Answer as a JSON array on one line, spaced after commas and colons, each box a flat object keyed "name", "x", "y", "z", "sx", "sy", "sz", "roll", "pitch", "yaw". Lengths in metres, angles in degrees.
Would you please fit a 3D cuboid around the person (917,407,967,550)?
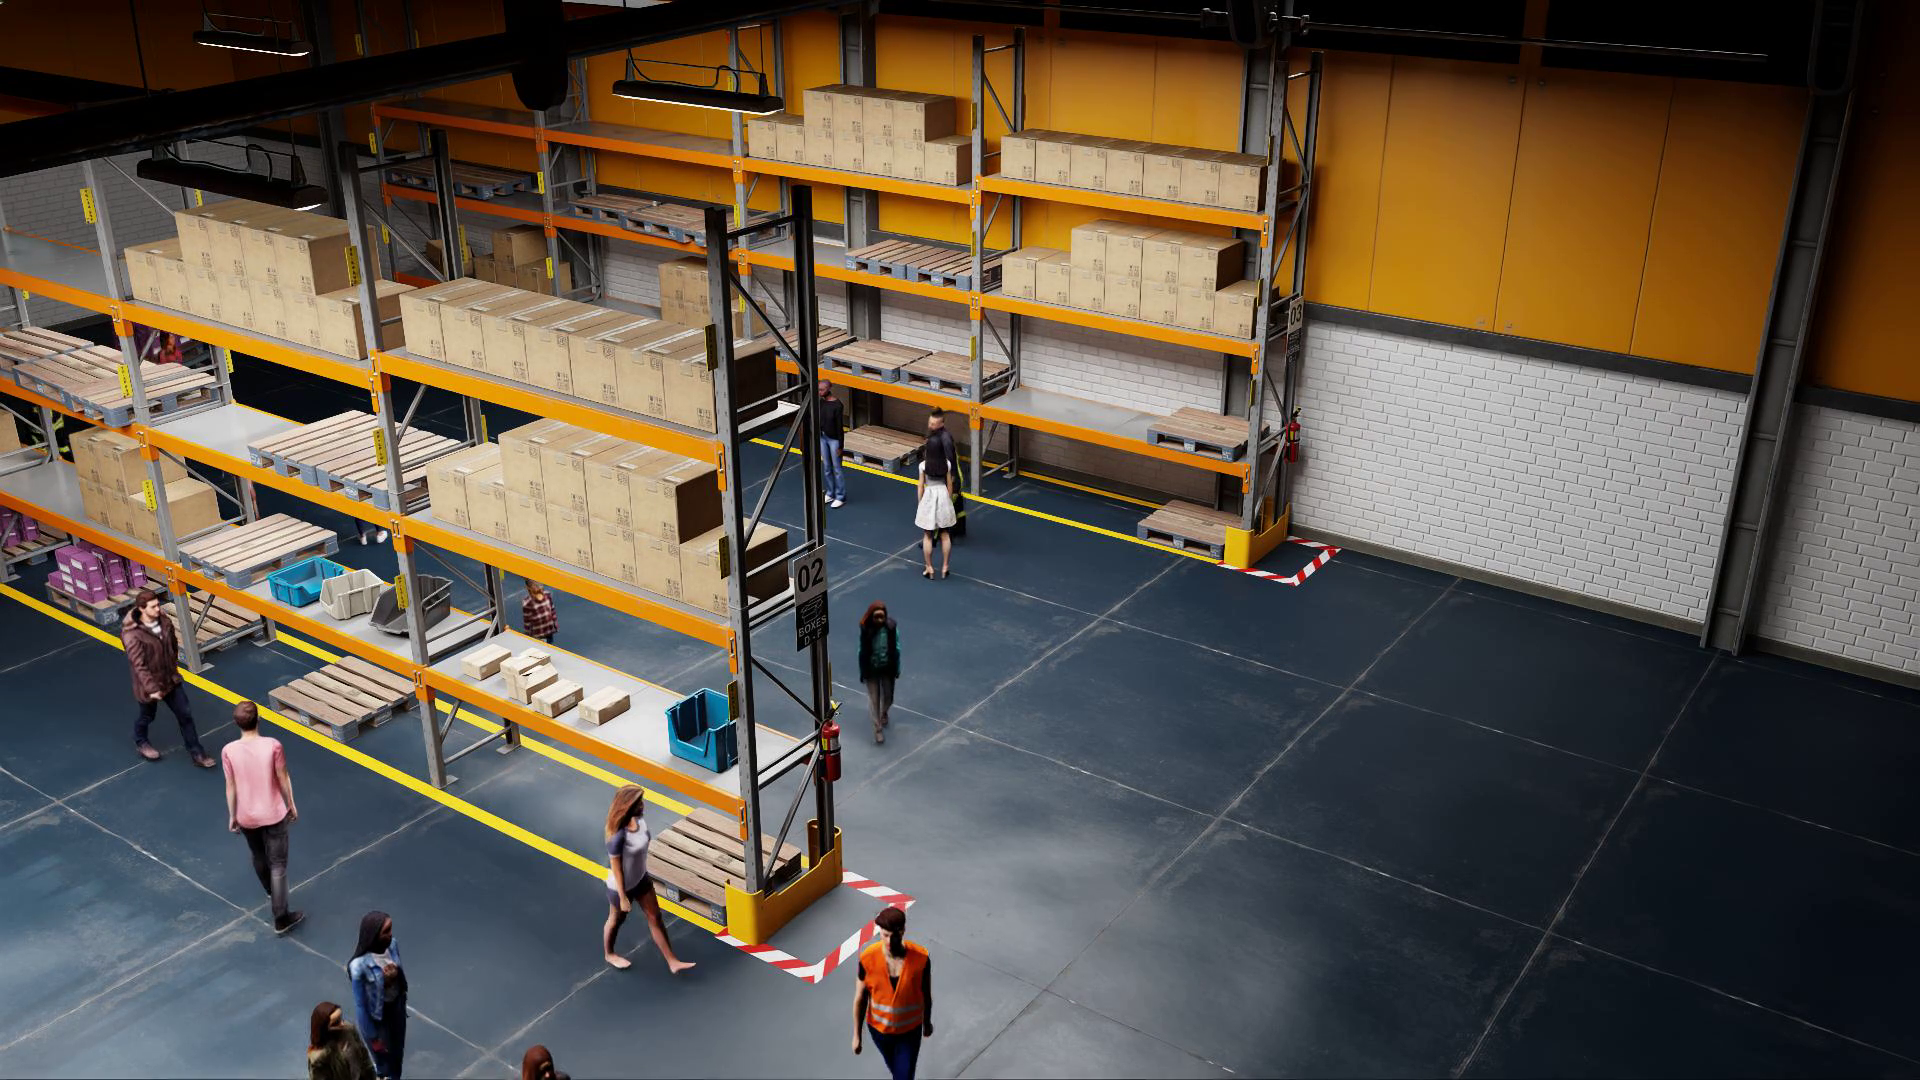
[{"name": "person", "x": -0.134, "y": -0.797, "z": 20.653, "sx": 1.149, "sy": 1.820, "sz": 1.117, "roll": -4, "pitch": 24, "yaw": -9}]

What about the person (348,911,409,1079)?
[{"name": "person", "x": -4.054, "y": 3.285, "z": 11.468, "sx": 0.792, "sy": 1.697, "sz": 0.711, "roll": 10, "pitch": 26, "yaw": 22}]

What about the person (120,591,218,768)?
[{"name": "person", "x": -7.700, "y": 1.339, "z": 15.799, "sx": 1.233, "sy": 1.795, "sz": 0.867, "roll": 11, "pitch": 26, "yaw": 23}]

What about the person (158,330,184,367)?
[{"name": "person", "x": -11.449, "y": -2.237, "z": 24.102, "sx": 0.738, "sy": 1.696, "sz": 0.717, "roll": 6, "pitch": 24, "yaw": 14}]

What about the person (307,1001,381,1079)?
[{"name": "person", "x": -4.117, "y": 3.636, "z": 10.976, "sx": 1.055, "sy": 1.448, "sz": 0.816, "roll": 5, "pitch": 24, "yaw": 12}]

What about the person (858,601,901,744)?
[{"name": "person", "x": -0.798, "y": 1.244, "z": 16.390, "sx": 0.756, "sy": 1.495, "sz": 0.814, "roll": -2, "pitch": 24, "yaw": -5}]

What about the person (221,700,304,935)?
[{"name": "person", "x": -5.670, "y": 2.285, "z": 13.488, "sx": 1.065, "sy": 1.913, "sz": 1.158, "roll": -5, "pitch": 24, "yaw": -12}]

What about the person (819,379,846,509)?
[{"name": "person", "x": -1.692, "y": -1.303, "z": 21.905, "sx": 0.490, "sy": 1.745, "sz": 0.656, "roll": 15, "pitch": 28, "yaw": 30}]

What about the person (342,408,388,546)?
[{"name": "person", "x": -7.470, "y": -0.800, "z": 20.717, "sx": 0.666, "sy": 1.774, "sz": 0.713, "roll": -6, "pitch": 24, "yaw": -13}]

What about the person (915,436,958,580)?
[{"name": "person", "x": -0.286, "y": -0.386, "z": 19.774, "sx": 0.778, "sy": 1.771, "sz": 0.834, "roll": -5, "pitch": 24, "yaw": -11}]

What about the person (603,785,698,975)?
[{"name": "person", "x": -2.661, "y": 2.656, "z": 12.934, "sx": 1.086, "sy": 1.677, "sz": 0.770, "roll": 10, "pitch": 26, "yaw": 22}]

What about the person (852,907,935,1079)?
[{"name": "person", "x": -0.438, "y": 3.247, "z": 11.375, "sx": 1.260, "sy": 1.841, "sz": 1.159, "roll": 2, "pitch": 24, "yaw": 4}]

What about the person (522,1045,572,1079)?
[{"name": "person", "x": -2.614, "y": 3.792, "z": 10.336, "sx": 1.113, "sy": 1.675, "sz": 0.733, "roll": 21, "pitch": 31, "yaw": 39}]
